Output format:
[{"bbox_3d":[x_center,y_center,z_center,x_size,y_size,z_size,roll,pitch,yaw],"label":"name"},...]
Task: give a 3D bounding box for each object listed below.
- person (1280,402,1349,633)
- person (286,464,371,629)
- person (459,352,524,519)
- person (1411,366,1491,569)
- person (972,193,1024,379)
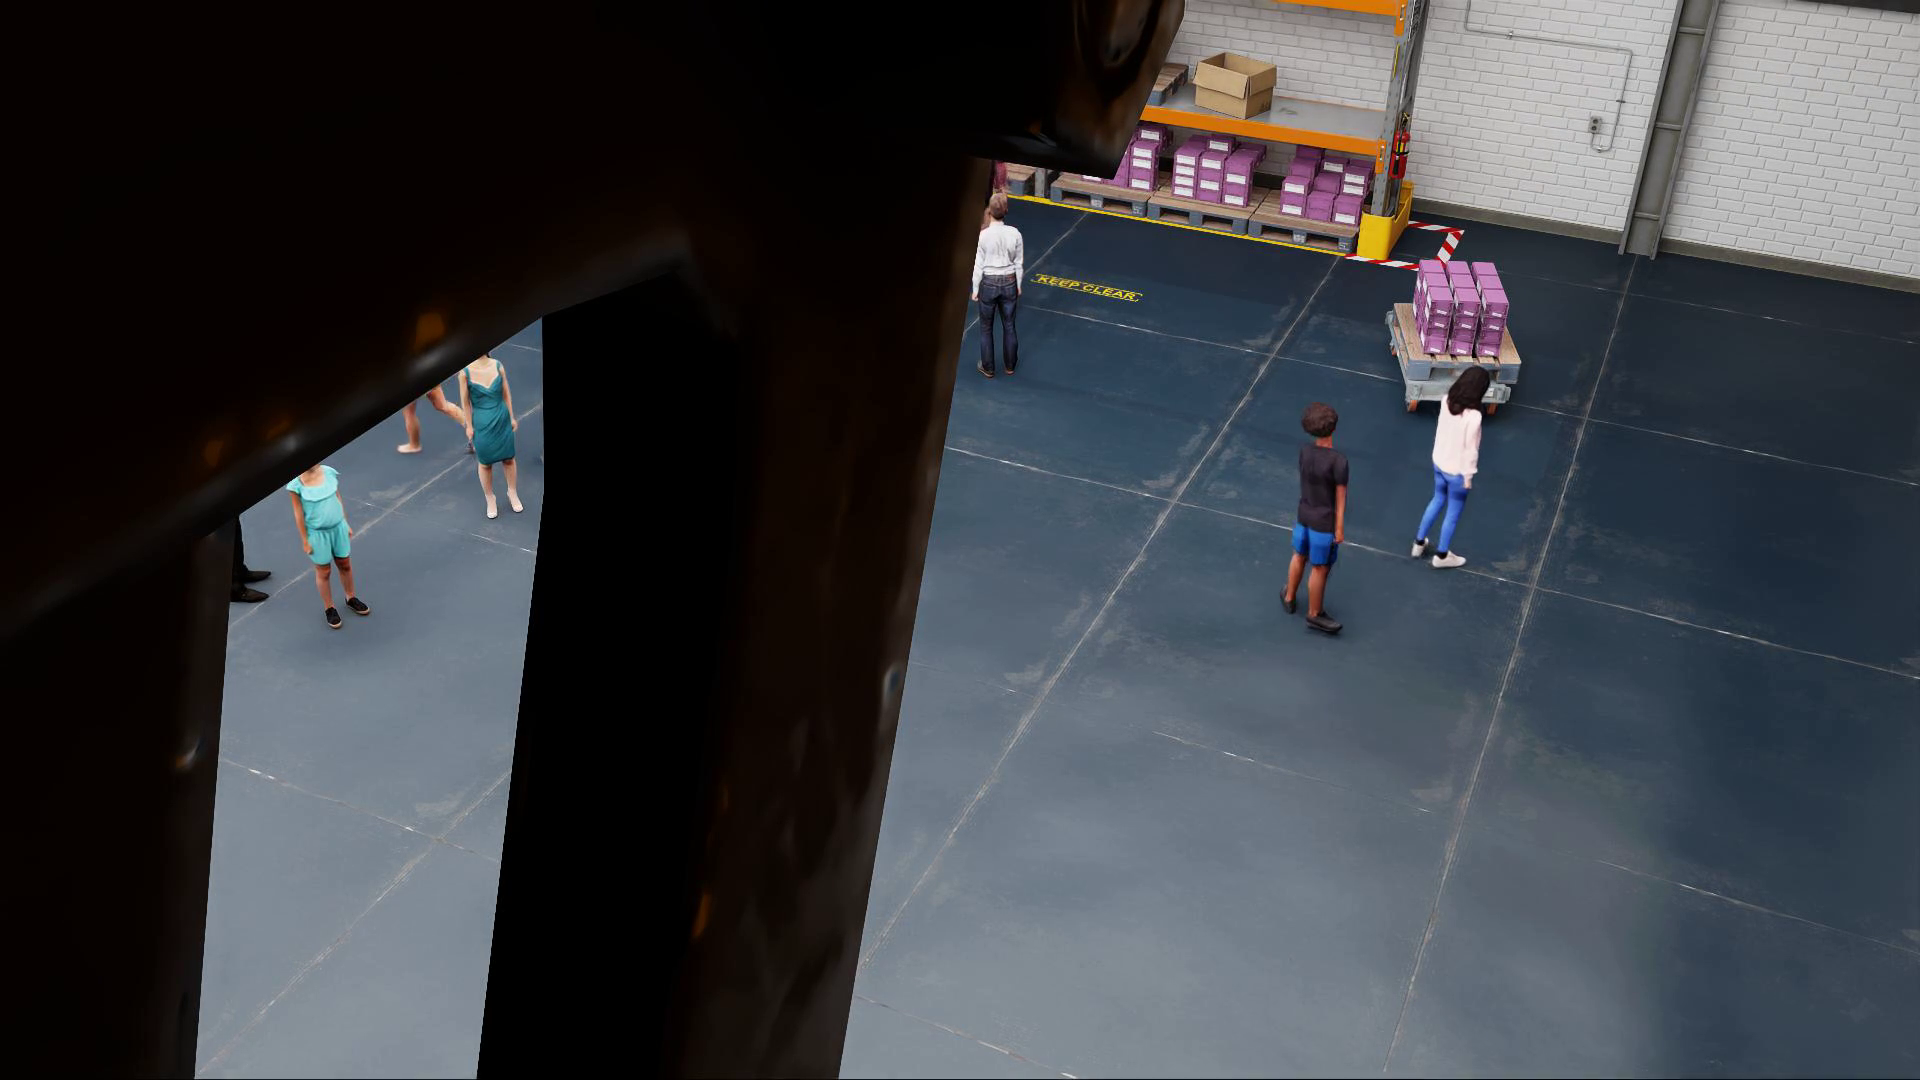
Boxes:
[{"bbox_3d":[2.690,-0.135,12.373,0.924,1.767,0.737,-11,35,-17],"label":"person"},{"bbox_3d":[-4.766,-0.082,12.482,0.620,1.559,0.636,-29,43,-36],"label":"person"},{"bbox_3d":[-3.852,-0.954,13.678,0.624,1.686,0.659,-15,37,-22],"label":"person"},{"bbox_3d":[3.830,-0.558,13.018,0.814,1.758,0.767,-10,35,-15],"label":"person"},{"bbox_3d":[0.354,-2.415,15.756,0.709,1.820,0.798,-7,34,-11],"label":"person"}]
